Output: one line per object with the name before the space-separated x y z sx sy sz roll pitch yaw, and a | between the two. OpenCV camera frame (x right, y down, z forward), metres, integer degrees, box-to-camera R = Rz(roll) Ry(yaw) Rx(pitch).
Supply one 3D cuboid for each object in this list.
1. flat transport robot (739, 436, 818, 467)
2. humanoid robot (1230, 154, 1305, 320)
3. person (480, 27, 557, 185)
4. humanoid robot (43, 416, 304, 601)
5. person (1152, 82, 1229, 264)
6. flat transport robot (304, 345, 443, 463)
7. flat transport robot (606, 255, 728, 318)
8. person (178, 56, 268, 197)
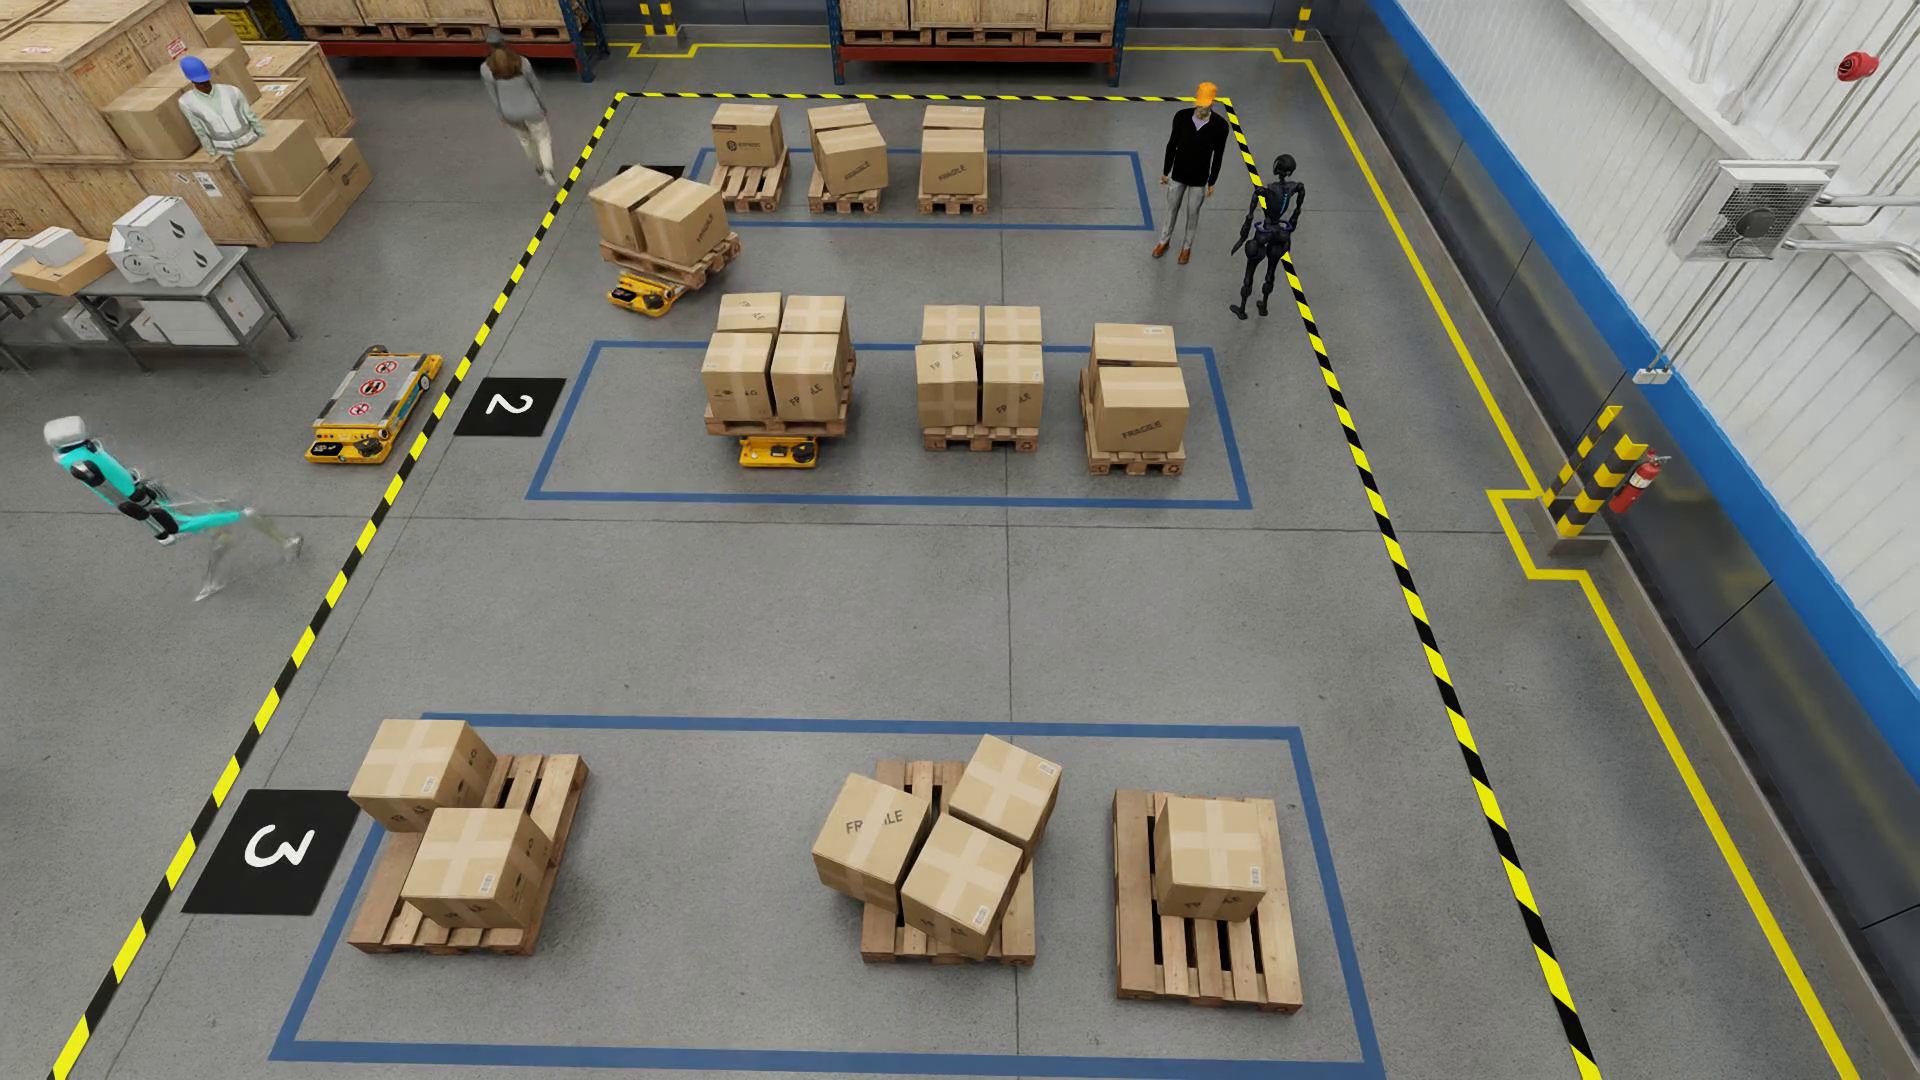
flat transport robot | -1.582 -1.235 8.394 0.652 0.197 1.431 1 50 1
humanoid robot | 2.978 -2.929 8.911 0.599 1.659 0.315 -7 50 -6
person | -5.077 -4.978 10.600 0.575 1.748 0.641 -13 51 -11
humanoid robot | -5.594 -0.327 6.711 1.002 1.778 0.532 -35 58 -26
person | 2.379 -3.780 9.507 0.589 1.884 0.362 21 53 17
flat transport robot | -5.383 -1.269 8.441 0.659 0.231 1.431 1 50 1
flat transport robot | -3.075 -2.930 9.828 0.652 0.197 1.431 20 53 16
person | -7.670 -4.162 9.797 0.602 1.939 0.412 -33 57 -24
